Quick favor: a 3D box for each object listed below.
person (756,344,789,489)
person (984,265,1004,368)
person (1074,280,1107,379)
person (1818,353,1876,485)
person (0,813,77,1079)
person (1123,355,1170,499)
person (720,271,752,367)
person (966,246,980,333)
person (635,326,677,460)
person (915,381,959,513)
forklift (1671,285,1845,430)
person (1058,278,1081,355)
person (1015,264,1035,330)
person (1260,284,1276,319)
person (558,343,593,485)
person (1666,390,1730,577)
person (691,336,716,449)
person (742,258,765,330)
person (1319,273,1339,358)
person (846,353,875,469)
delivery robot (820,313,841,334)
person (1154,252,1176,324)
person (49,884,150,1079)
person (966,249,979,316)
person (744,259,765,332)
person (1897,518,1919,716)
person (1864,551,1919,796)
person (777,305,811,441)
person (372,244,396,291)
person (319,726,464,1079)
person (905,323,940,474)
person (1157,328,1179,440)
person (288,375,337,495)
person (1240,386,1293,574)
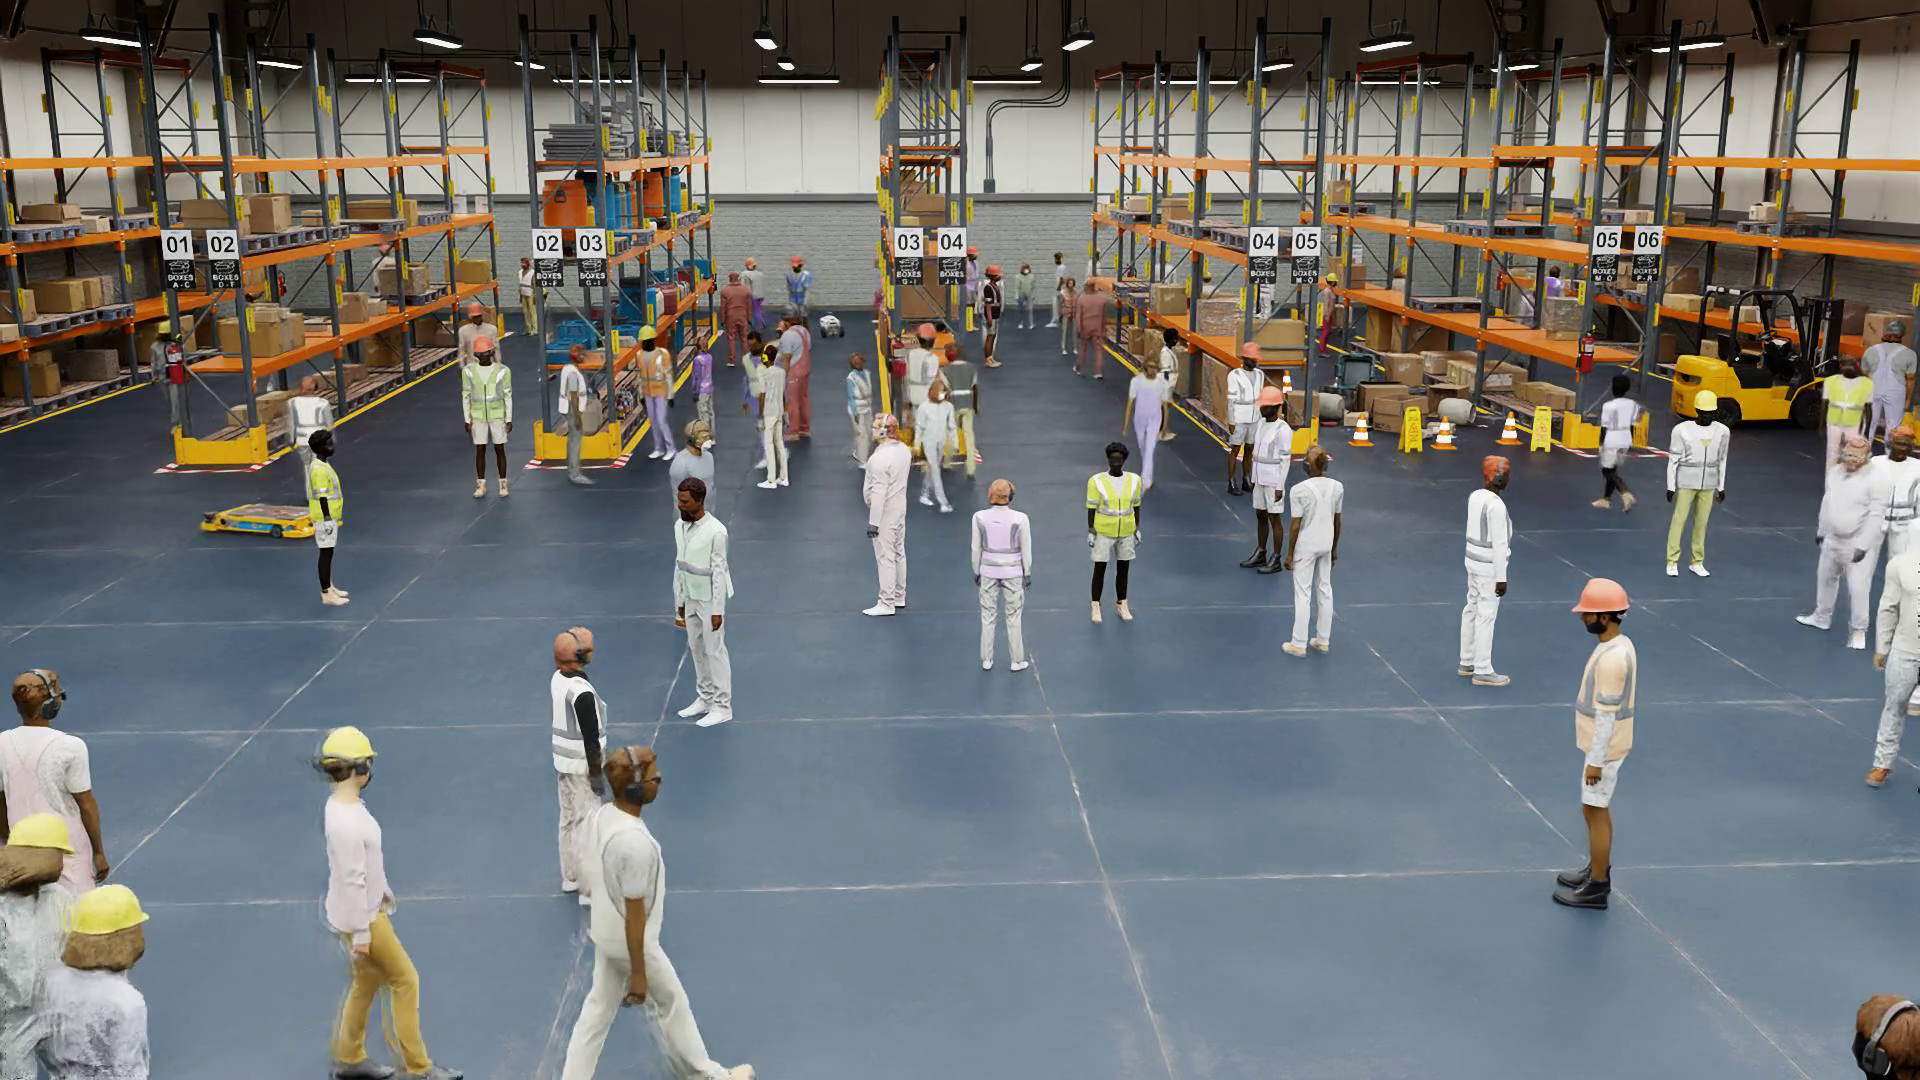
[{"bbox_3d":[-2.427,-1.589,21.402,0.328,1.862,0.501,8,15,30],"label":"person"},{"bbox_3d":[0.678,-4.448,33.104,0.384,2.041,0.615,3,14,14],"label":"person"},{"bbox_3d":[2.479,-4.017,31.683,0.654,1.858,1.002,-3,14,-12],"label":"person"},{"bbox_3d":[11.014,-1.408,20.703,0.574,1.827,0.506,8,16,32],"label":"person"},{"bbox_3d":[-3.768,1.955,6.746,0.360,1.708,0.563,4,14,18],"label":"person"},{"bbox_3d":[2.375,-1.459,21.001,0.522,1.788,1.017,5,14,21],"label":"person"},{"bbox_3d":[-4.477,-4.409,33.253,0.641,1.901,0.401,-4,14,-16],"label":"person"},{"bbox_3d":[0.282,-5.955,39.495,0.395,2.038,0.615,8,16,31],"label":"person"},{"bbox_3d":[-4.291,-2.057,23.313,0.604,1.897,0.501,7,15,27],"label":"person"},{"bbox_3d":[-0.283,-1.146,20.092,0.511,1.582,0.864,-9,16,-33],"label":"person"},{"bbox_3d":[12.503,-2.886,26.166,2.313,2.155,1.214,-1,13,-3],"label":"forklift"},{"bbox_3d":[2.328,-4.733,35.197,0.521,1.633,0.313,-3,14,-14],"label":"person"},{"bbox_3d":[1.574,-5.855,40.036,0.524,1.579,0.872,-4,14,-16],"label":"person"},{"bbox_3d":[7.081,-5.584,38.278,0.358,1.880,0.575,-3,14,-14],"label":"person"},{"bbox_3d":[-5.030,-1.640,21.635,0.372,1.843,0.570,-4,14,-17],"label":"person"},{"bbox_3d":[7.506,-0.571,16.928,0.593,1.924,0.380,0,13,1],"label":"person"},{"bbox_3d":[-3.742,-2.146,24.218,0.307,1.639,0.525,3,14,14],"label":"person"},{"bbox_3d":[-4.974,-5.938,40.107,0.549,1.718,0.908,0,13,1],"label":"person"},{"bbox_3d":[7.715,-4.691,34.754,0.337,1.757,0.518,7,15,26],"label":"person"},{"bbox_3d":[-1.351,-1.744,22.580,0.377,1.611,0.545,7,15,28],"label":"person"},{"bbox_3d":[-3.005,-5.019,38.514,0.477,0.478,0.707,-4,14,-17],"label":"delivery robot"},{"bbox_3d":[4.794,-5.882,39.502,0.649,1.895,0.465,1,13,5],"label":"person"},{"bbox_3d":[-3.079,2.088,6.099,0.498,1.711,0.583,6,15,25],"label":"person"},{"bbox_3d":[0.265,-6.668,43.155,0.349,1.743,0.563,8,15,31],"label":"person"},{"bbox_3d":[-4.894,-5.822,39.602,0.434,1.724,0.569,8,15,30],"label":"person"},{"bbox_3d":[7.495,0.425,12.799,0.572,1.886,0.355,-1,13,-5],"label":"person"},{"bbox_3d":[6.525,0.779,11.232,0.664,1.939,0.380,11,17,38],"label":"person"},{"bbox_3d":[-2.528,-2.524,24.961,0.536,2.000,0.683,5,14,21],"label":"person"},{"bbox_3d":[-14.515,-6.500,41.994,0.637,1.946,0.765,1,13,6],"label":"person"},{"bbox_3d":[-2.647,1.707,7.687,0.629,1.725,0.552,-5,14,-21],"label":"person"},{"bbox_3d":[-0.497,-1.888,22.278,0.498,2.030,0.631,-12,18,-41],"label":"person"},{"bbox_3d":[3.105,-2.333,24.917,0.320,1.686,0.539,2,13,10],"label":"person"},{"bbox_3d":[-7.840,-1.194,20.207,0.547,1.621,0.487,0,13,0],"label":"person"},{"bbox_3d":[3.164,-0.620,17.110,0.350,1.942,0.543,-6,15,-25],"label":"person"}]
